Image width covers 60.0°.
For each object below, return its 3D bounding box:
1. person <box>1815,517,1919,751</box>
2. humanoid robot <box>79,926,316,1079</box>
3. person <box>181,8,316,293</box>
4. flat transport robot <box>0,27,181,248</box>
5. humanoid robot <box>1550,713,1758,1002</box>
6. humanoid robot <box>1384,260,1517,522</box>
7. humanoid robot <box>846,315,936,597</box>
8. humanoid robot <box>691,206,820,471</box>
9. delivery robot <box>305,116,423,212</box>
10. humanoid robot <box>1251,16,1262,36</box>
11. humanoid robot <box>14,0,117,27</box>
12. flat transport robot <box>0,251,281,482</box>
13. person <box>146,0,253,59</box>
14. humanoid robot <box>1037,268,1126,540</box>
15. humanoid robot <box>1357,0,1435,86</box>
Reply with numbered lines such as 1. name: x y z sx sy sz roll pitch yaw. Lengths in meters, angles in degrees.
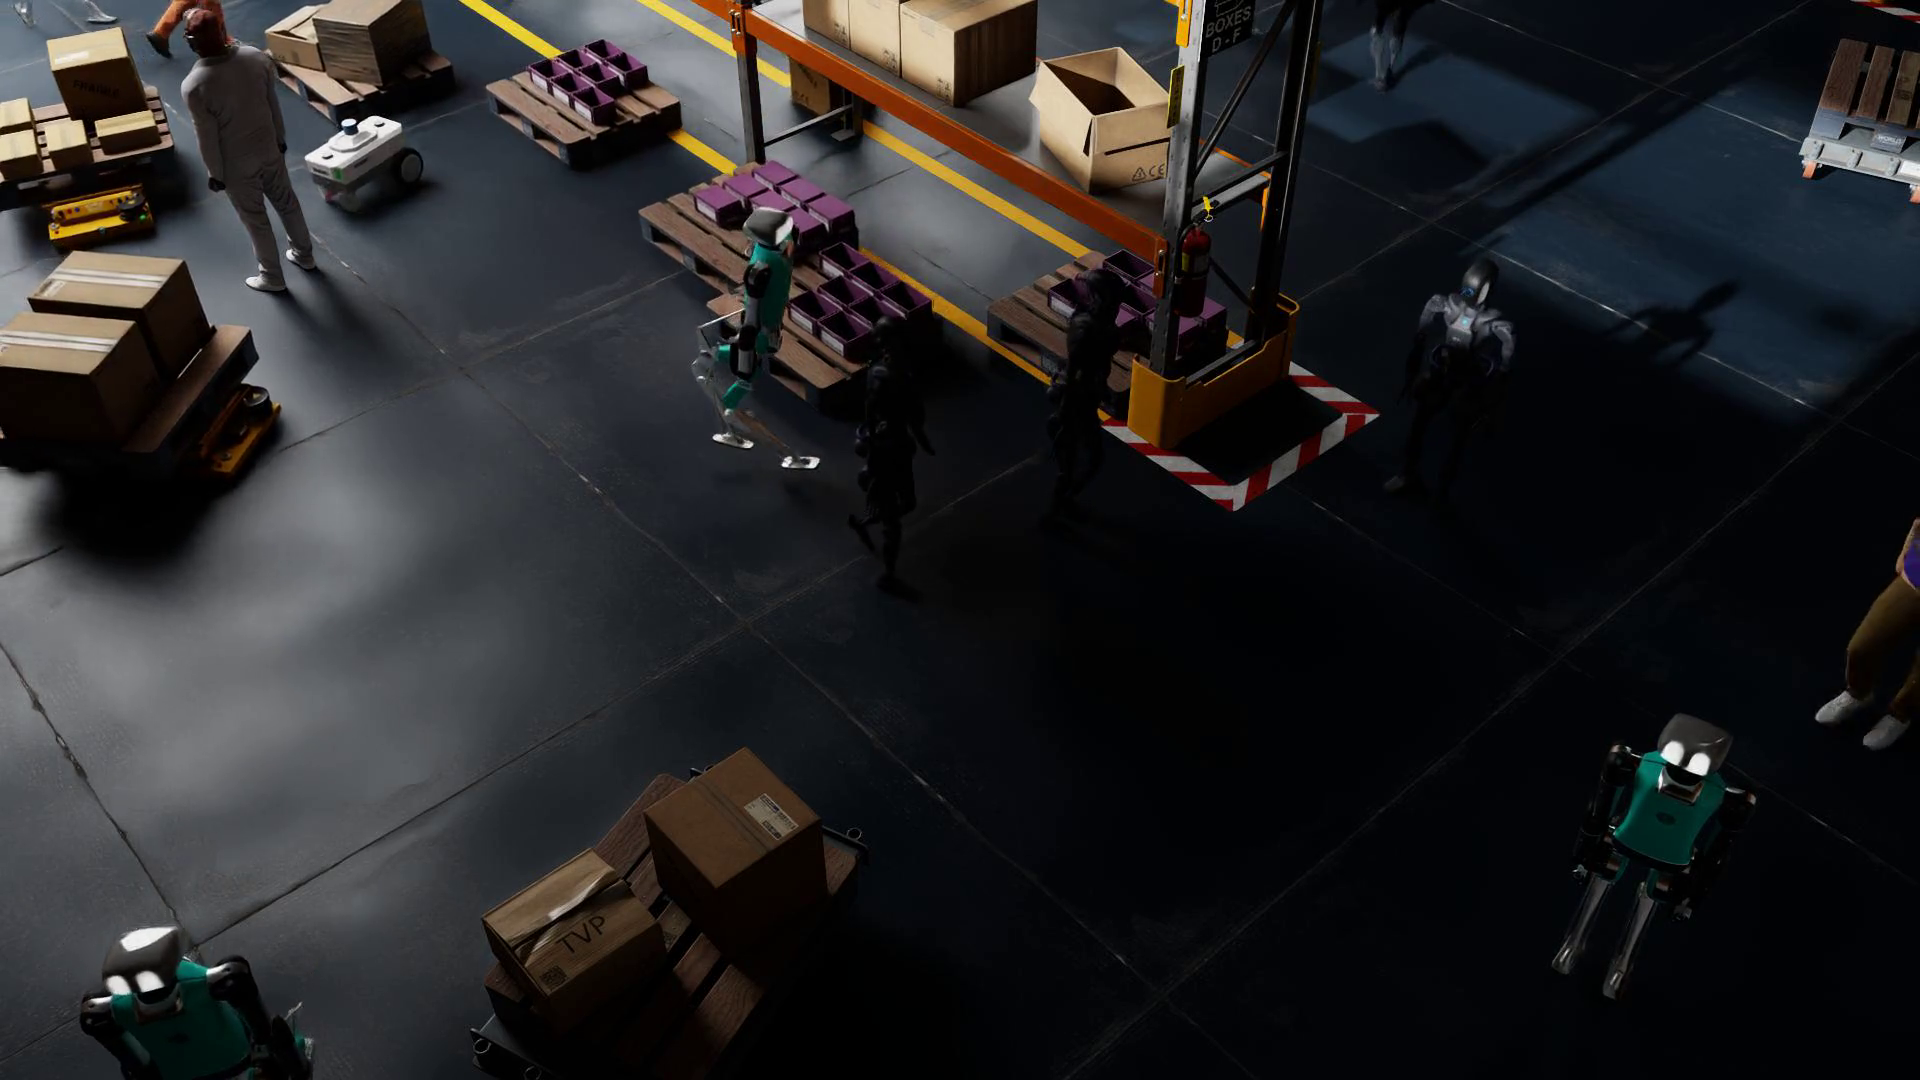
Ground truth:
1. person: 4.467 0.267 7.594 0.549 1.913 0.550 -24 48 -24
2. humanoid robot: -2.634 1.853 6.026 0.558 1.834 0.700 -12 44 -12
3. person: -4.552 -2.464 10.569 0.414 1.905 0.640 20 46 21
4. flat transport robot: -6.212 -2.577 11.898 0.659 0.231 1.431 -18 46 -19
5. humanoid robot: 2.760 1.185 6.648 0.533 1.694 0.725 21 47 21
6. humanoid robot: 2.670 -0.825 8.951 0.585 1.640 0.421 26 49 25
7. humanoid robot: -0.405 -0.466 8.578 0.523 1.646 0.590 16 45 17
8. humanoid robot: -1.236 -1.091 9.191 0.922 1.737 0.540 12 44 13
9. delivery robot: -4.265 -2.717 11.846 0.514 0.603 0.775 20 46 20
10. humanoid robot: 2.408 -4.940 13.412 0.831 1.806 0.569 10 43 10
11. humanoid robot: -7.510 -4.976 13.444 0.943 1.794 0.554 3 43 4
12. flat transport robot: -4.852 -0.690 9.846 1.431 0.231 0.659 6 43 6
13. person: -6.112 -4.540 12.942 0.682 1.736 0.522 -27 49 -27
14. humanoid robot: 0.645 -0.719 8.853 0.358 1.651 0.608 19 46 19
15. humanoid robot: 3.364 -4.231 12.670 0.601 1.655 0.397 -7 43 -7
